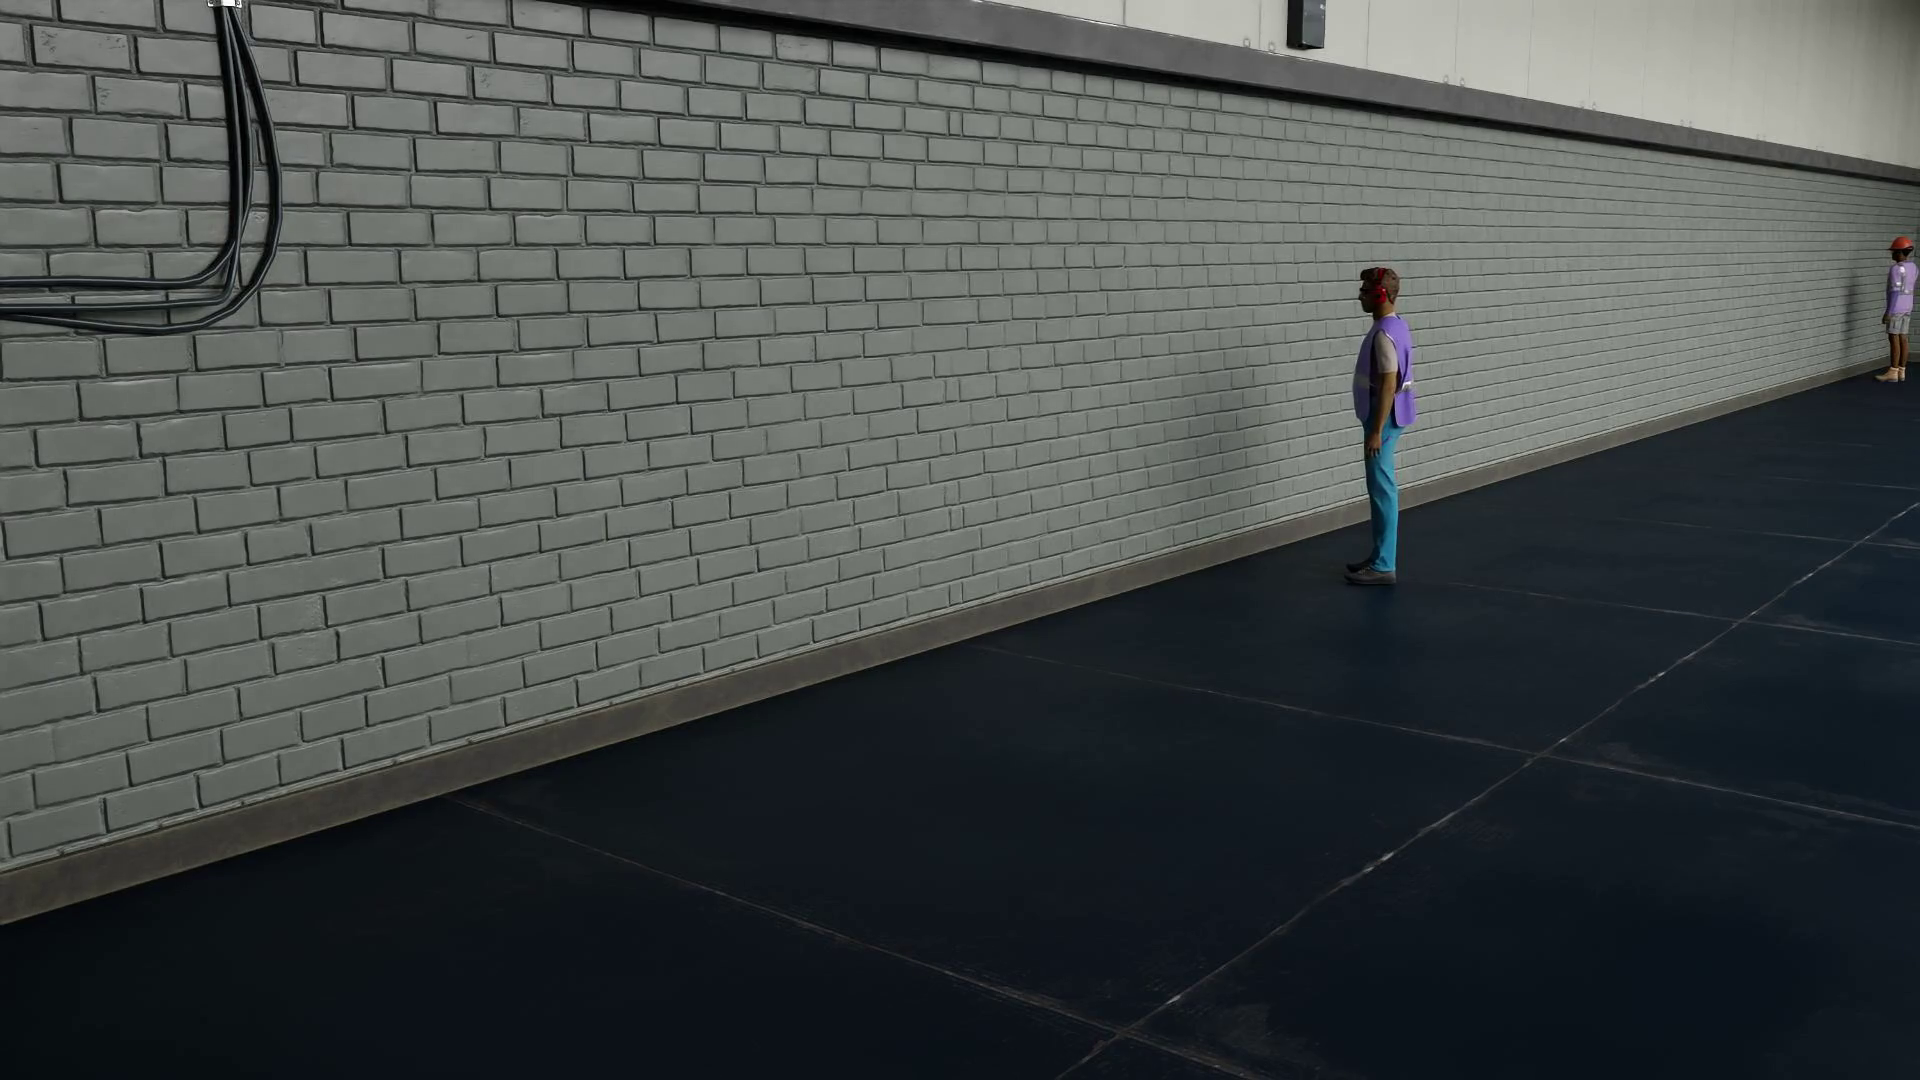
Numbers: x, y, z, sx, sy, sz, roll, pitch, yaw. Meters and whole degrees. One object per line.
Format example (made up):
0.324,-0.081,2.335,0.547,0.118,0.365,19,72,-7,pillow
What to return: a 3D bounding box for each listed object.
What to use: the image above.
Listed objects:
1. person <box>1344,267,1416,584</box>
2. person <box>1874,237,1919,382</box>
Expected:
2.484,-0.670,9.765,0.373,1.843,0.570,3,11,17,person
13.327,-3.279,23.669,0.605,2.045,0.383,-7,13,-35,person
